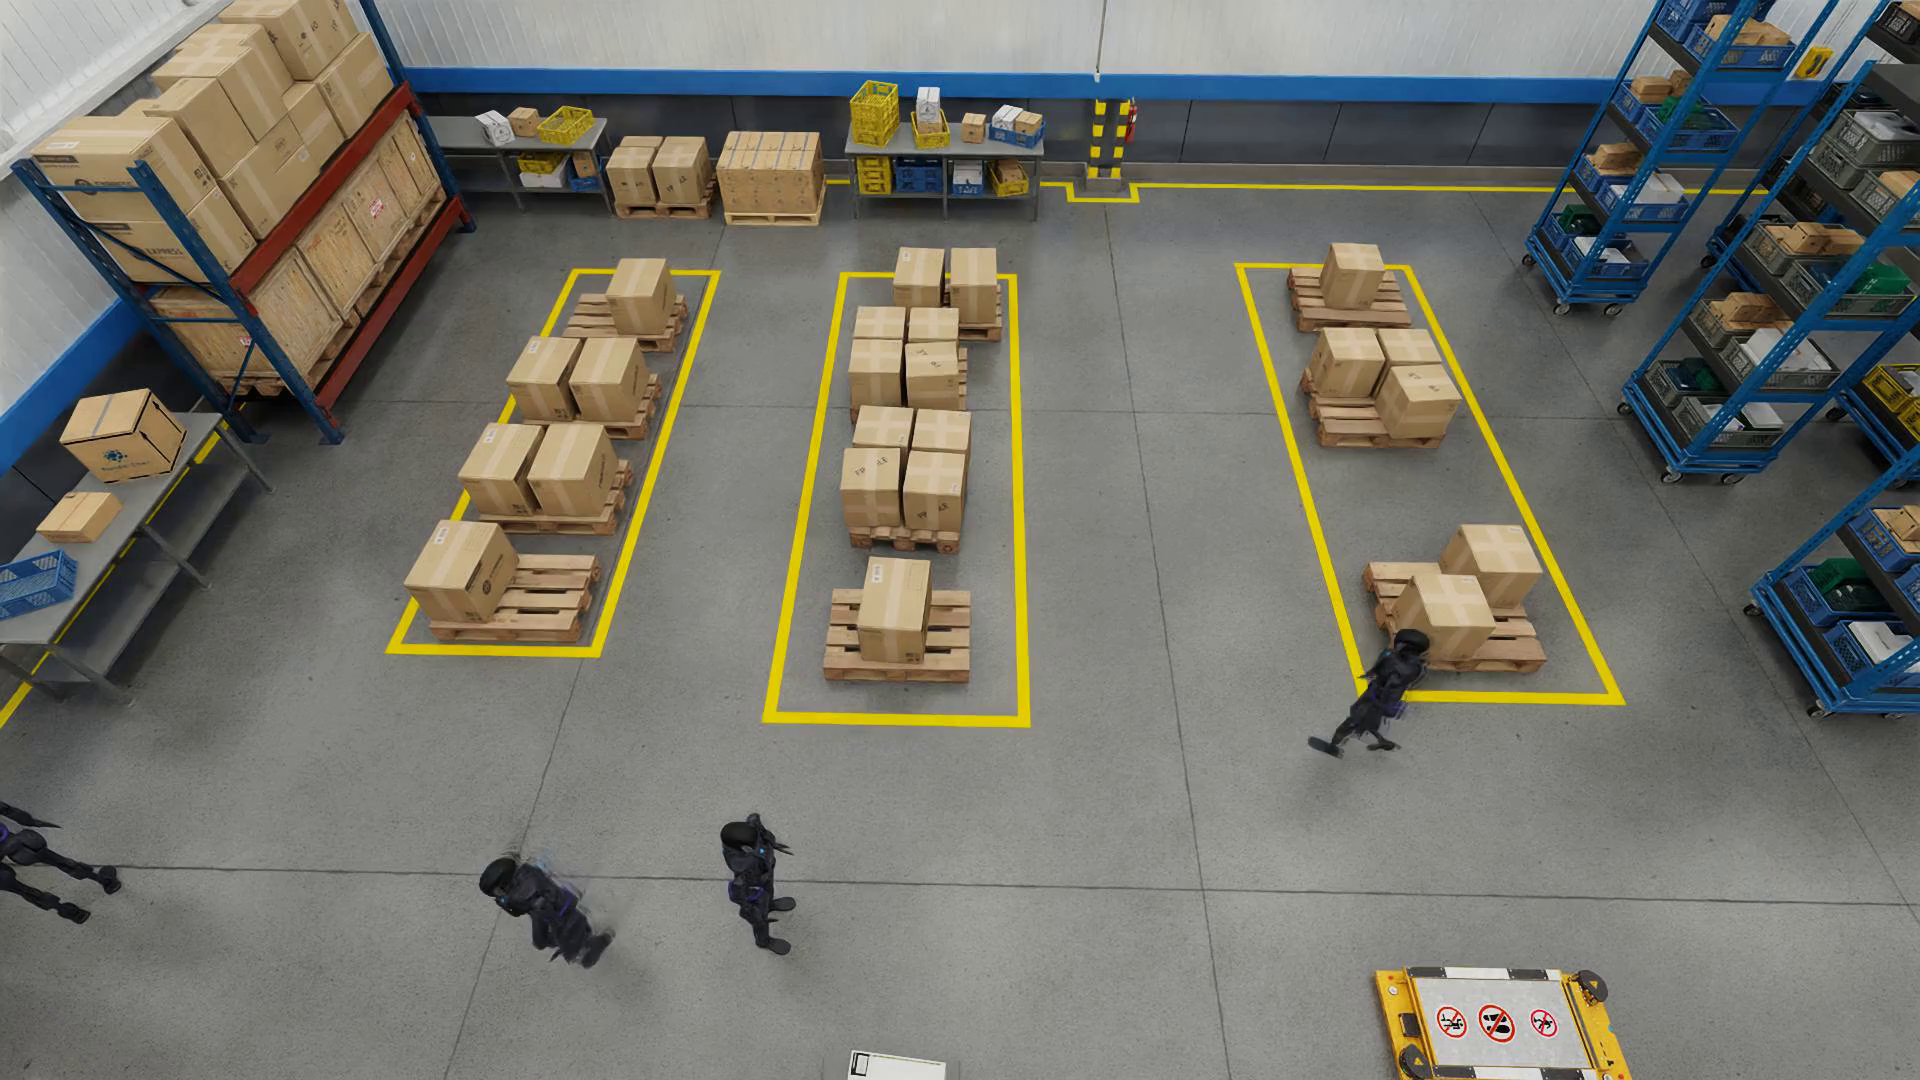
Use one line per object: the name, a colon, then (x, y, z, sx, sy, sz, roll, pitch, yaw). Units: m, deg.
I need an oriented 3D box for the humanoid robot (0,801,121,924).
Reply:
humanoid robot: (-6.246, 2.029, 5.913, 0.331, 1.657, 0.600, 25, 55, 19)

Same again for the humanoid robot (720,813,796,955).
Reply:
humanoid robot: (-1.257, 2.163, 5.804, 0.331, 1.657, 0.599, 2, 51, 2)

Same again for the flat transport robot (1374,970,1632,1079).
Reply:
flat transport robot: (3.501, 3.133, 5.914, 1.431, 0.197, 0.652, 1, 51, 1)

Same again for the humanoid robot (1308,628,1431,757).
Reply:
humanoid robot: (3.057, 1.157, 6.641, 0.508, 1.647, 0.578, 25, 55, 19)

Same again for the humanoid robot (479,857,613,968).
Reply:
humanoid robot: (-2.587, 2.325, 5.683, 0.596, 1.650, 0.408, 23, 54, 17)
